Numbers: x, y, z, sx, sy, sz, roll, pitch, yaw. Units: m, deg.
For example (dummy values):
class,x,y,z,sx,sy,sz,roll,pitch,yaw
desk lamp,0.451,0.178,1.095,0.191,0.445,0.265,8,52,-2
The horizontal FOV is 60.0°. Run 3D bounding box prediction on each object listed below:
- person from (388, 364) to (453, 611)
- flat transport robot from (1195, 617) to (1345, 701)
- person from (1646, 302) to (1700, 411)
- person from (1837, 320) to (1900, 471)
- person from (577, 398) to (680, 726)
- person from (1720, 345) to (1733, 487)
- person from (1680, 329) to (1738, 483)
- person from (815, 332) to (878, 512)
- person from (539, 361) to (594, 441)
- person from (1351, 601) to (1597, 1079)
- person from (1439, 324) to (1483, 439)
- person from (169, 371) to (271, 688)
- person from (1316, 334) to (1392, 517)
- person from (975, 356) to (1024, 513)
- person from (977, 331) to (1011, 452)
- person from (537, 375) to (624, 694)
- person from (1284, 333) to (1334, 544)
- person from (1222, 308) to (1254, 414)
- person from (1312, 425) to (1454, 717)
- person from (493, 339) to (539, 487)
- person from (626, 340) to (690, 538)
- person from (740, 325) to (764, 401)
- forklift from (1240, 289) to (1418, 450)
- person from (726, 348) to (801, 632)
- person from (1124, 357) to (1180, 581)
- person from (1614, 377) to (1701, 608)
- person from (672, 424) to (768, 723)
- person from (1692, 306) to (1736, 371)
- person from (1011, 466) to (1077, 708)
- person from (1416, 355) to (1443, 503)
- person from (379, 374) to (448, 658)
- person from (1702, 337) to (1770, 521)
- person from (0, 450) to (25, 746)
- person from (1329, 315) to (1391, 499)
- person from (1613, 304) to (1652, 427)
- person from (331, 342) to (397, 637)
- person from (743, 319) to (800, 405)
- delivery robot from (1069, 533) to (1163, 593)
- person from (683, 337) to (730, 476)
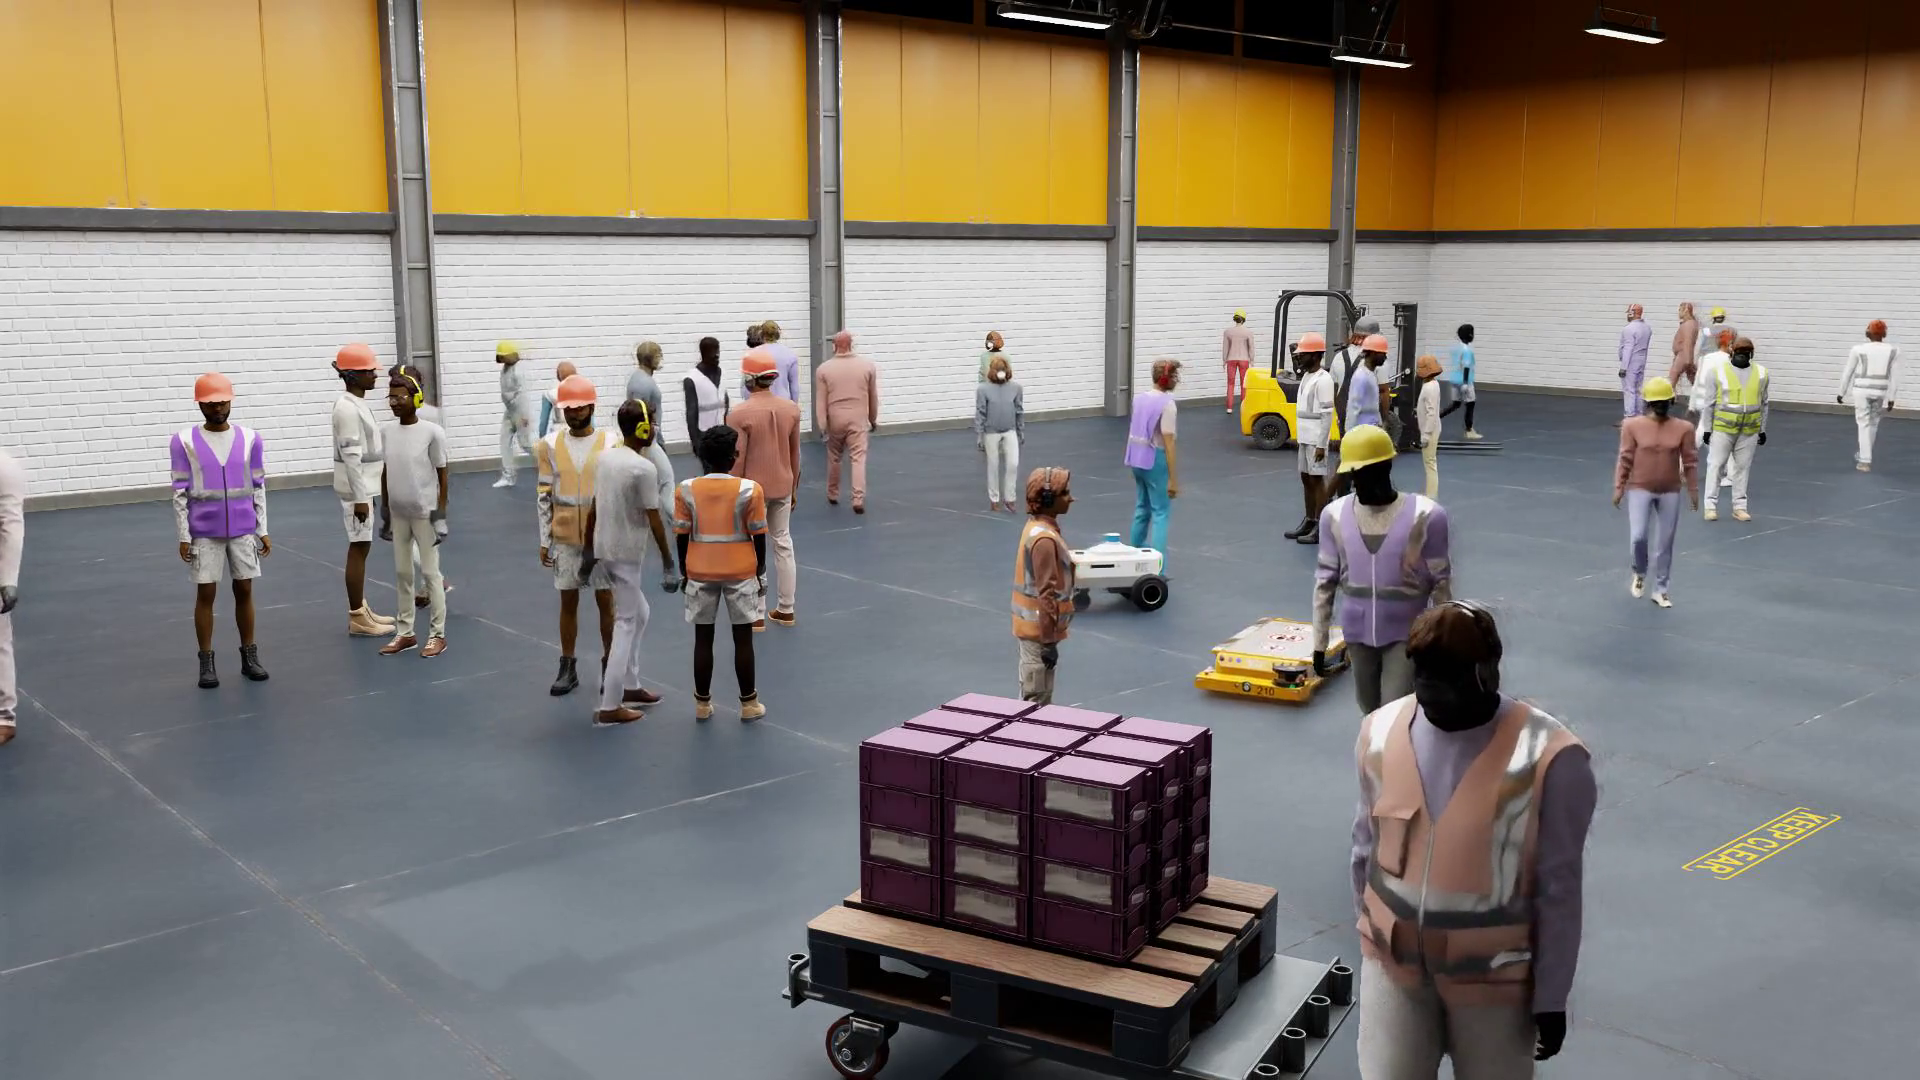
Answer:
class,x,y,z,sx,sy,sz,roll,pitch,yaw
person,-4.008,-0.379,12.343,0.464,1.855,0.546,3,10,19
flat transport robot,2.039,0.725,10.468,0.652,0.197,1.431,5,11,28
person,12.308,-3.106,28.271,0.998,1.858,0.637,7,12,36
person,11.277,-1.804,20.691,0.585,1.842,0.849,1,10,7
person,-1.870,0.116,9.471,0.597,1.830,0.681,9,13,42
person,8.882,-1.427,19.067,0.307,1.641,0.514,5,11,28
person,8.773,-1.563,19.460,1.153,1.797,0.596,-3,10,-18
person,-1.176,-1.236,17.339,0.657,1.853,1.014,-1,10,-8
person,-3.867,-0.962,16.460,0.521,1.603,0.850,-4,11,-24
person,1.272,1.029,4.181,0.622,1.814,0.729,8,12,38
person,7.177,-2.281,23.976,0.727,1.674,0.538,-1,10,-3
person,-4.533,-0.069,10.242,0.543,1.939,0.360,-7,12,-35
person,4.012,-1.089,16.406,1.020,1.878,0.564,3,10,19
person,0.428,-1.071,17.036,0.535,1.612,0.606,-2,10,-10
person,0.458,-1.997,22.424,0.507,1.633,0.278,7,12,34
person,-2.256,-0.023,9.975,0.551,1.935,0.372,0,10,-2
person,3.213,-0.931,15.289,0.368,1.935,0.552,-2,10,-9
person,4.659,-2.987,27.834,0.533,1.767,0.327,3,10,19
person,1.847,0.439,7.388,0.620,1.890,0.732,6,12,32
person,-5.032,-1.472,19.149,0.737,1.703,0.519,-10,14,-44
person,-2.760,-0.850,14.971,1.006,1.883,0.653,-2,10,-12
person,-2.315,-1.622,19.648,0.570,1.831,0.638,3,10,14
forklift,5.034,-2.339,22.783,2.313,2.155,1.214,3,10,16
person,-1.388,-0.350,11.718,0.612,1.997,0.375,-9,13,-43
person,1.556,-0.574,13.527,0.397,1.834,0.628,-5,11,-26
person,5.232,-0.355,12.461,0.612,1.741,0.393,2,10,12
person,-1.343,0.194,9.400,0.540,1.698,0.317,1,10,4
person,12.396,-2.940,27.399,0.598,1.813,0.528,1,10,7
person,0.401,0.460,8.017,0.315,1.641,0.515,0,10,-1
person,4.798,-1.086,17.086,0.288,1.633,0.501,3,10,16
person,-3.611,-0.152,10.959,0.517,1.862,0.327,3,10,17
person,7.730,-1.102,16.579,0.630,1.840,0.429,1,10,5
person,-5.328,0.175,8.927,0.679,1.907,0.414,1,10,3
person,4.166,-1.293,17.110,0.538,2.000,0.684,-8,13,-39
person,10.373,-2.694,25.703,0.651,1.906,0.403,-8,13,-40
person,-4.151,-0.349,11.571,0.378,2.045,0.605,-3,10,-16
person,-2.090,-1.469,18.440,0.627,1.940,0.373,-3,10,-16
delivery robot,1.145,0.192,12.488,0.707,0.478,0.477,-2,10,-10
person,-2.460,-1.031,16.059,0.593,1.876,0.669,6,11,30
